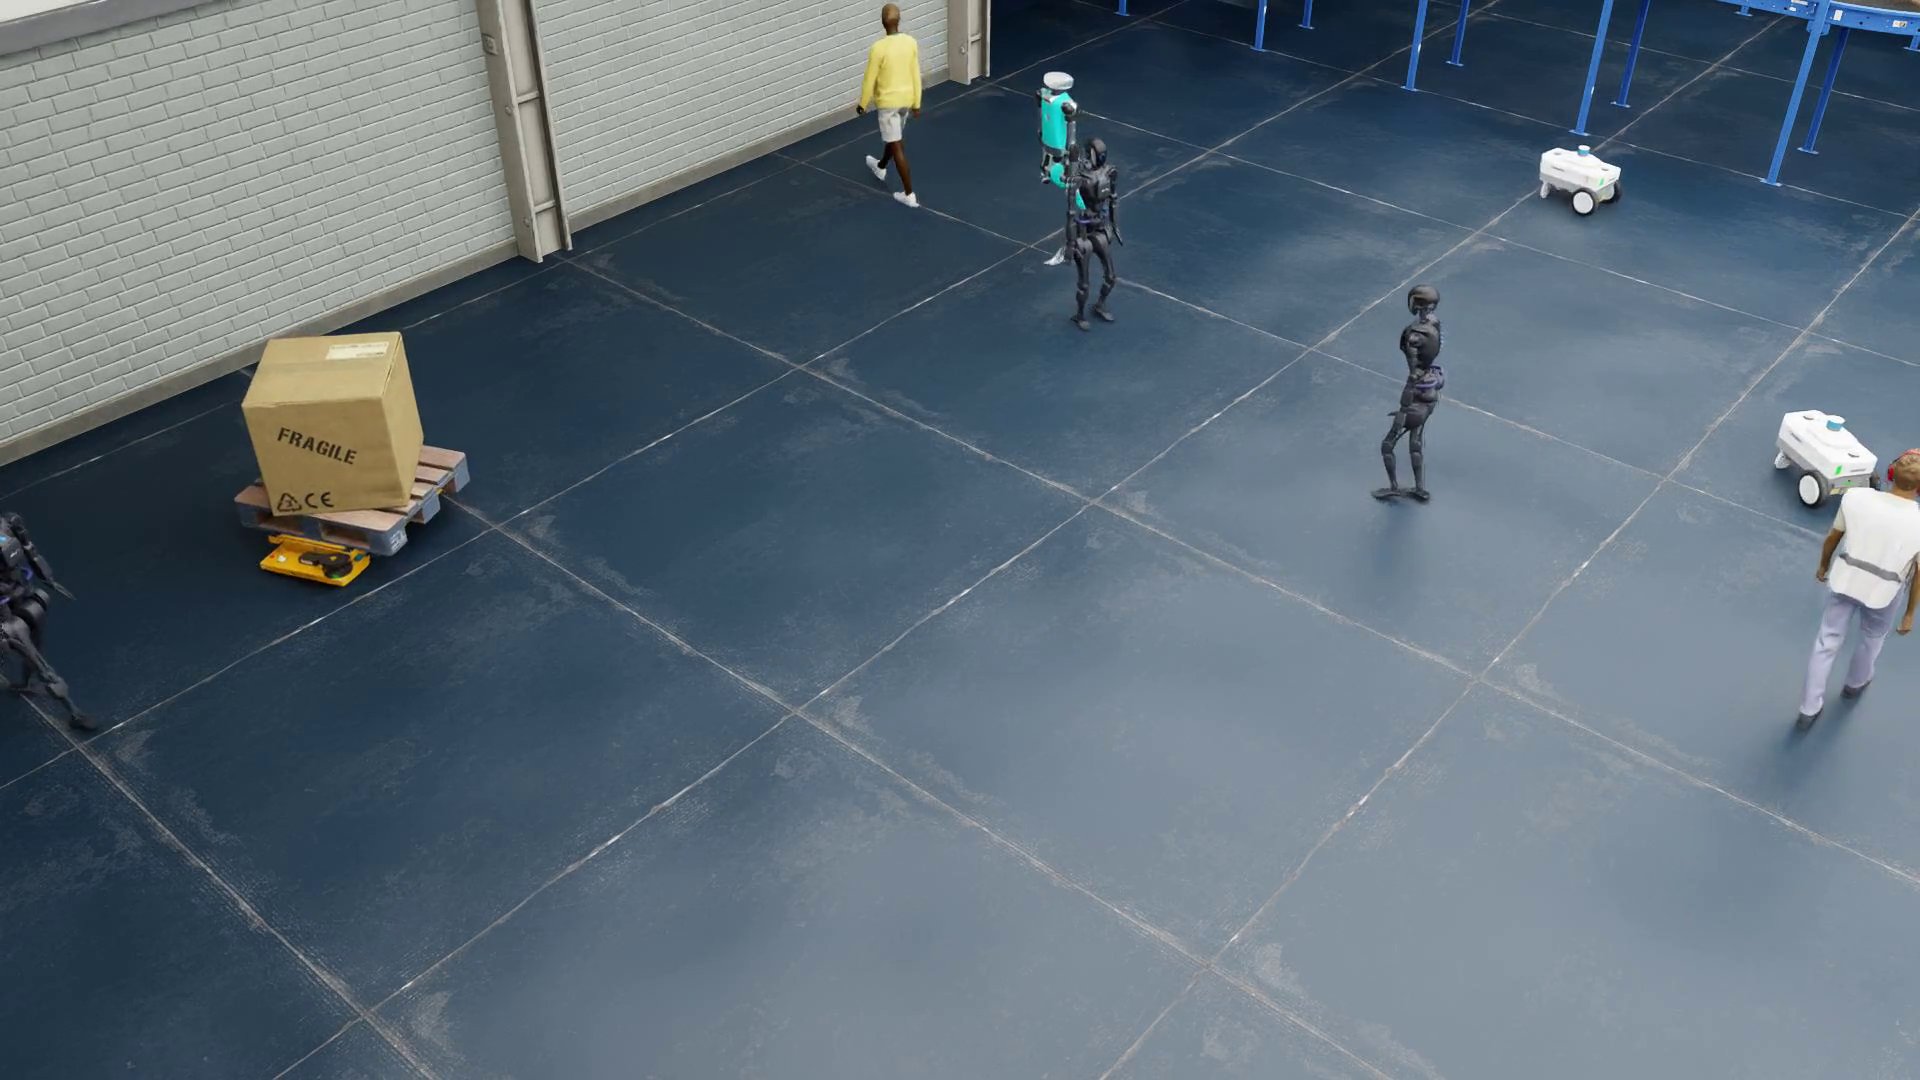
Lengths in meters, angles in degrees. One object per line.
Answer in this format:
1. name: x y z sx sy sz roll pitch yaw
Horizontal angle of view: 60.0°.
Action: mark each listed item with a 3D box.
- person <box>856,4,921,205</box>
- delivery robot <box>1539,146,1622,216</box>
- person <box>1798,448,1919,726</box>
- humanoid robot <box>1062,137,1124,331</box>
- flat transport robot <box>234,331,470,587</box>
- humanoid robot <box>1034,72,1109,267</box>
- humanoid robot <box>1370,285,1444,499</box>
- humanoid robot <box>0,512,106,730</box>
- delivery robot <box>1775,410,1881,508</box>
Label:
1. person: -0.695 -4.212 15.942 0.545 1.848 1.001 -26 43 -32
2. delivery robot: 5.987 -3.504 16.056 0.515 0.588 0.759 -28 44 -33
3. person: 5.343 0.229 9.728 0.600 1.812 0.841 27 44 33
4. humanoid robot: 1.089 -2.529 13.718 0.616 1.648 0.319 -26 43 -31
5. flat transport robot: -4.191 -0.195 11.661 0.659 0.231 1.431 11 37 14
6. humanoid robot: 1.104 -3.330 14.844 0.879 1.822 0.551 -20 40 -26
7. humanoid robot: 3.198 -1.014 11.601 0.437 1.638 0.610 17 39 22
8. humanoid robot: -5.486 0.378 9.700 0.775 1.635 0.600 6 36 9
9. delivery robot: 6.256 -0.603 11.989 0.524 0.596 0.767 -7 36 -10
